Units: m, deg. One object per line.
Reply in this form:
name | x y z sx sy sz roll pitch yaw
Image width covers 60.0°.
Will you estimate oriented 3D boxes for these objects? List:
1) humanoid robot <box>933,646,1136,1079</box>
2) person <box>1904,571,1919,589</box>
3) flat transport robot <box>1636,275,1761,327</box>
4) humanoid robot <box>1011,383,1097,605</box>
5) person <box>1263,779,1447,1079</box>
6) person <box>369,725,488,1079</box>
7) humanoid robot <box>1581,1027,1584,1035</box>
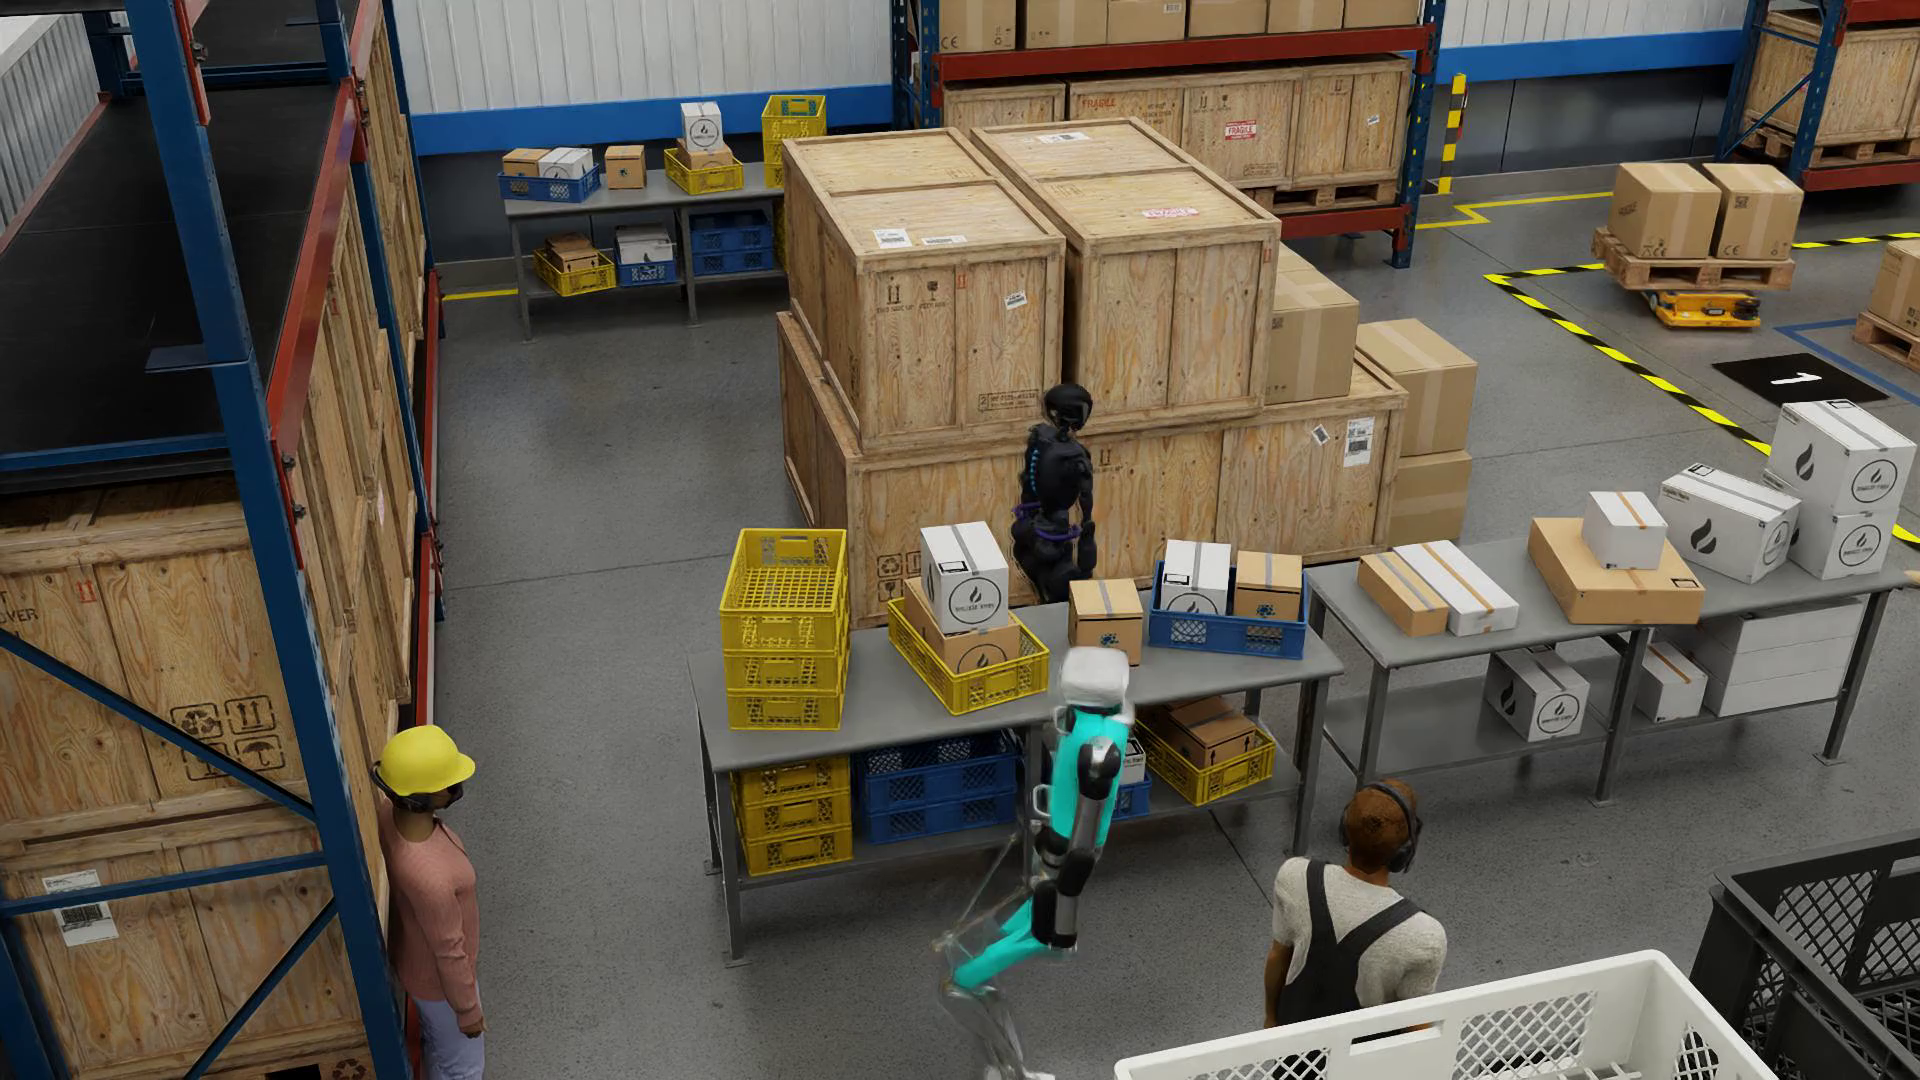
humanoid robot | 0.192 1.172 5.522 0.721 1.832 0.550 1 29 2
person | 5.205 -0.549 8.287 0.385 2.034 0.604 1 29 2
flat transport robot | 5.491 -1.965 12.655 0.652 0.197 1.431 0 29 1
humanoid robot | 0.365 0.049 7.580 0.479 1.643 0.608 -15 32 -25
person | 1.103 1.472 4.826 0.506 1.837 0.334 20 34 31
person | -1.587 1.314 5.187 0.335 1.762 0.521 -16 32 -26
humanoid robot | 2.010 1.788 4.379 1.001 1.761 0.550 -15 32 -25
